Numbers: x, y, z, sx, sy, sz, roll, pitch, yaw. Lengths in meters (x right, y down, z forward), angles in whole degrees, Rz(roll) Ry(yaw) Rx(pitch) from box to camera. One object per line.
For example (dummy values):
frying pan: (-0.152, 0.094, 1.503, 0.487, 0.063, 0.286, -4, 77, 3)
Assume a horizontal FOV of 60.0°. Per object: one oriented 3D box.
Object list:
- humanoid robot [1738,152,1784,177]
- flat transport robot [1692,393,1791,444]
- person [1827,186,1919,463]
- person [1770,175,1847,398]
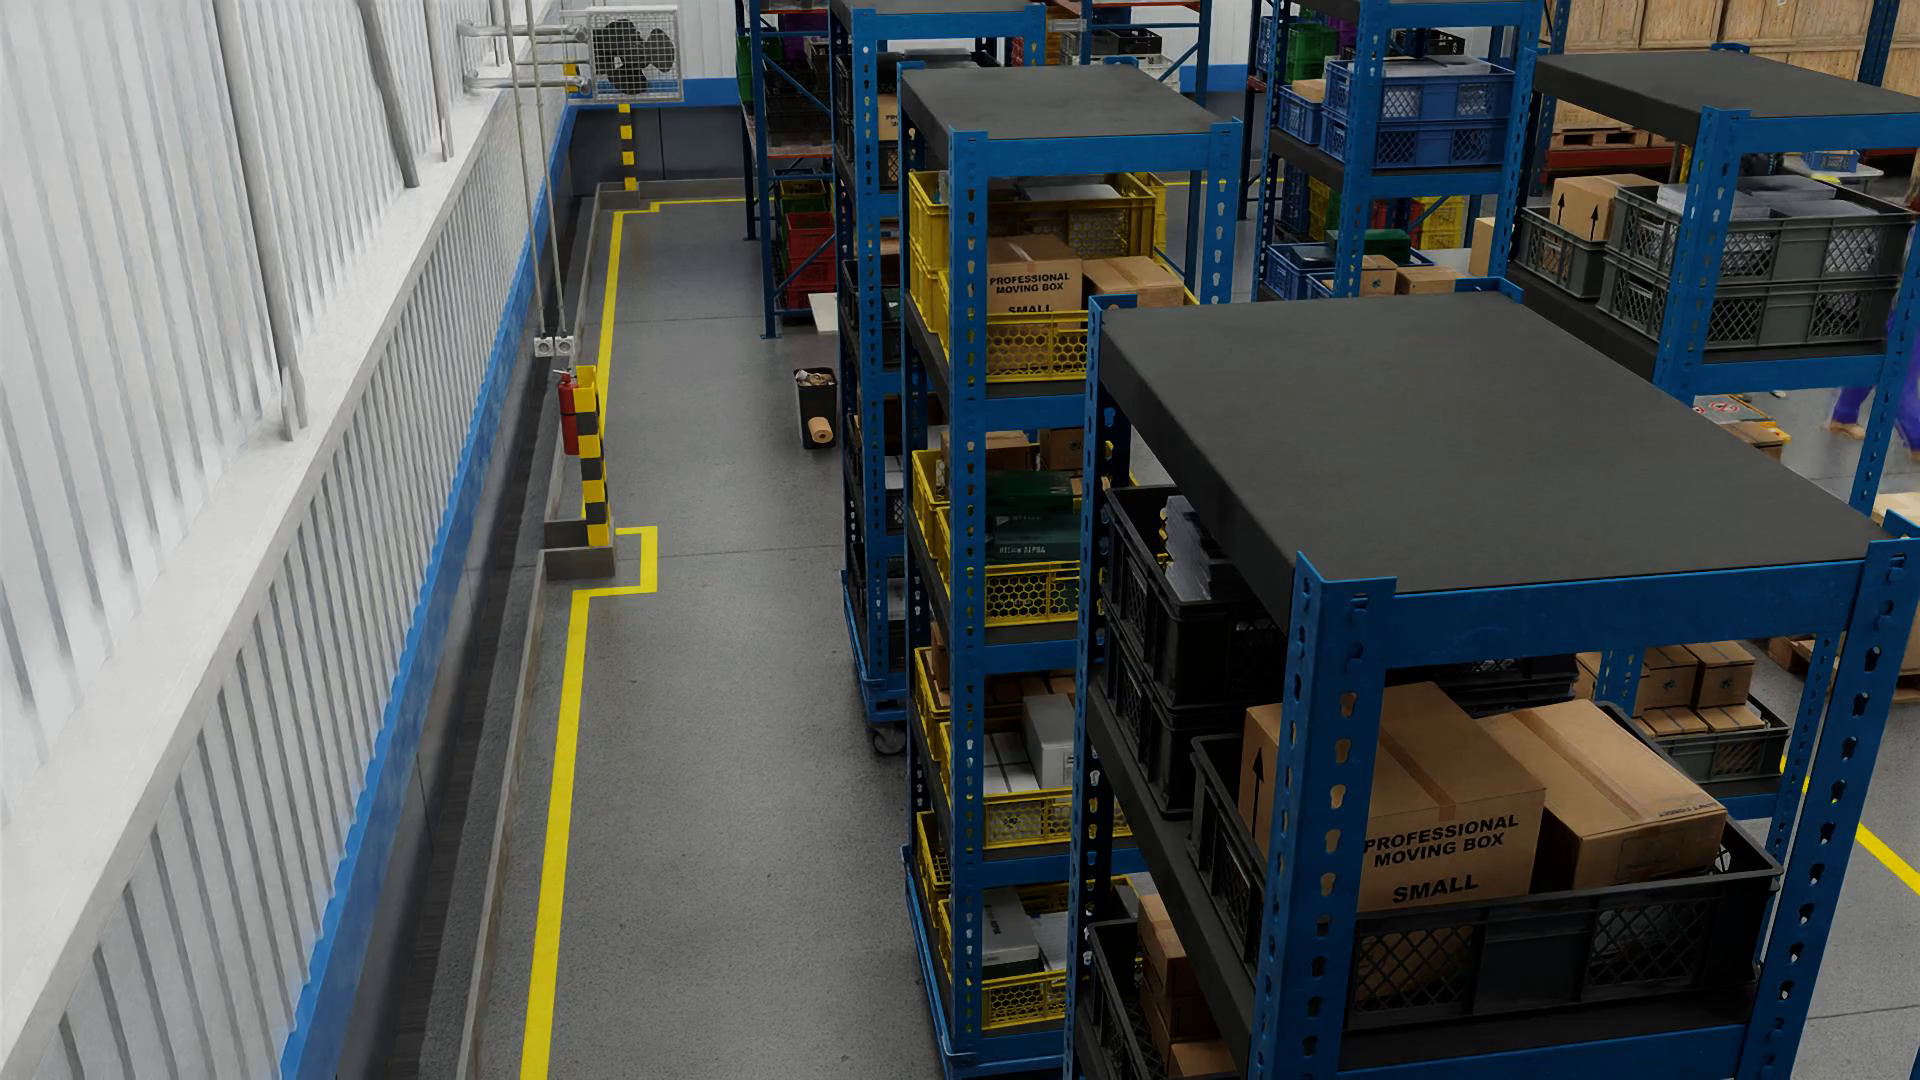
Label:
humanoid robot: (7.168, -2.972, 15.080, 0.596, 1.649, 0.365, -6, 25, -13)
flat transport robot: (5.224, -0.859, 12.132, 1.431, 0.197, 0.652, -4, 25, -8)
person: (6.708, -1.569, 11.592, 0.696, 2.000, 1.011, -21, 32, -38)
person: (6.468, -1.947, 12.769, 0.579, 1.734, 0.568, -6, 25, -13)
